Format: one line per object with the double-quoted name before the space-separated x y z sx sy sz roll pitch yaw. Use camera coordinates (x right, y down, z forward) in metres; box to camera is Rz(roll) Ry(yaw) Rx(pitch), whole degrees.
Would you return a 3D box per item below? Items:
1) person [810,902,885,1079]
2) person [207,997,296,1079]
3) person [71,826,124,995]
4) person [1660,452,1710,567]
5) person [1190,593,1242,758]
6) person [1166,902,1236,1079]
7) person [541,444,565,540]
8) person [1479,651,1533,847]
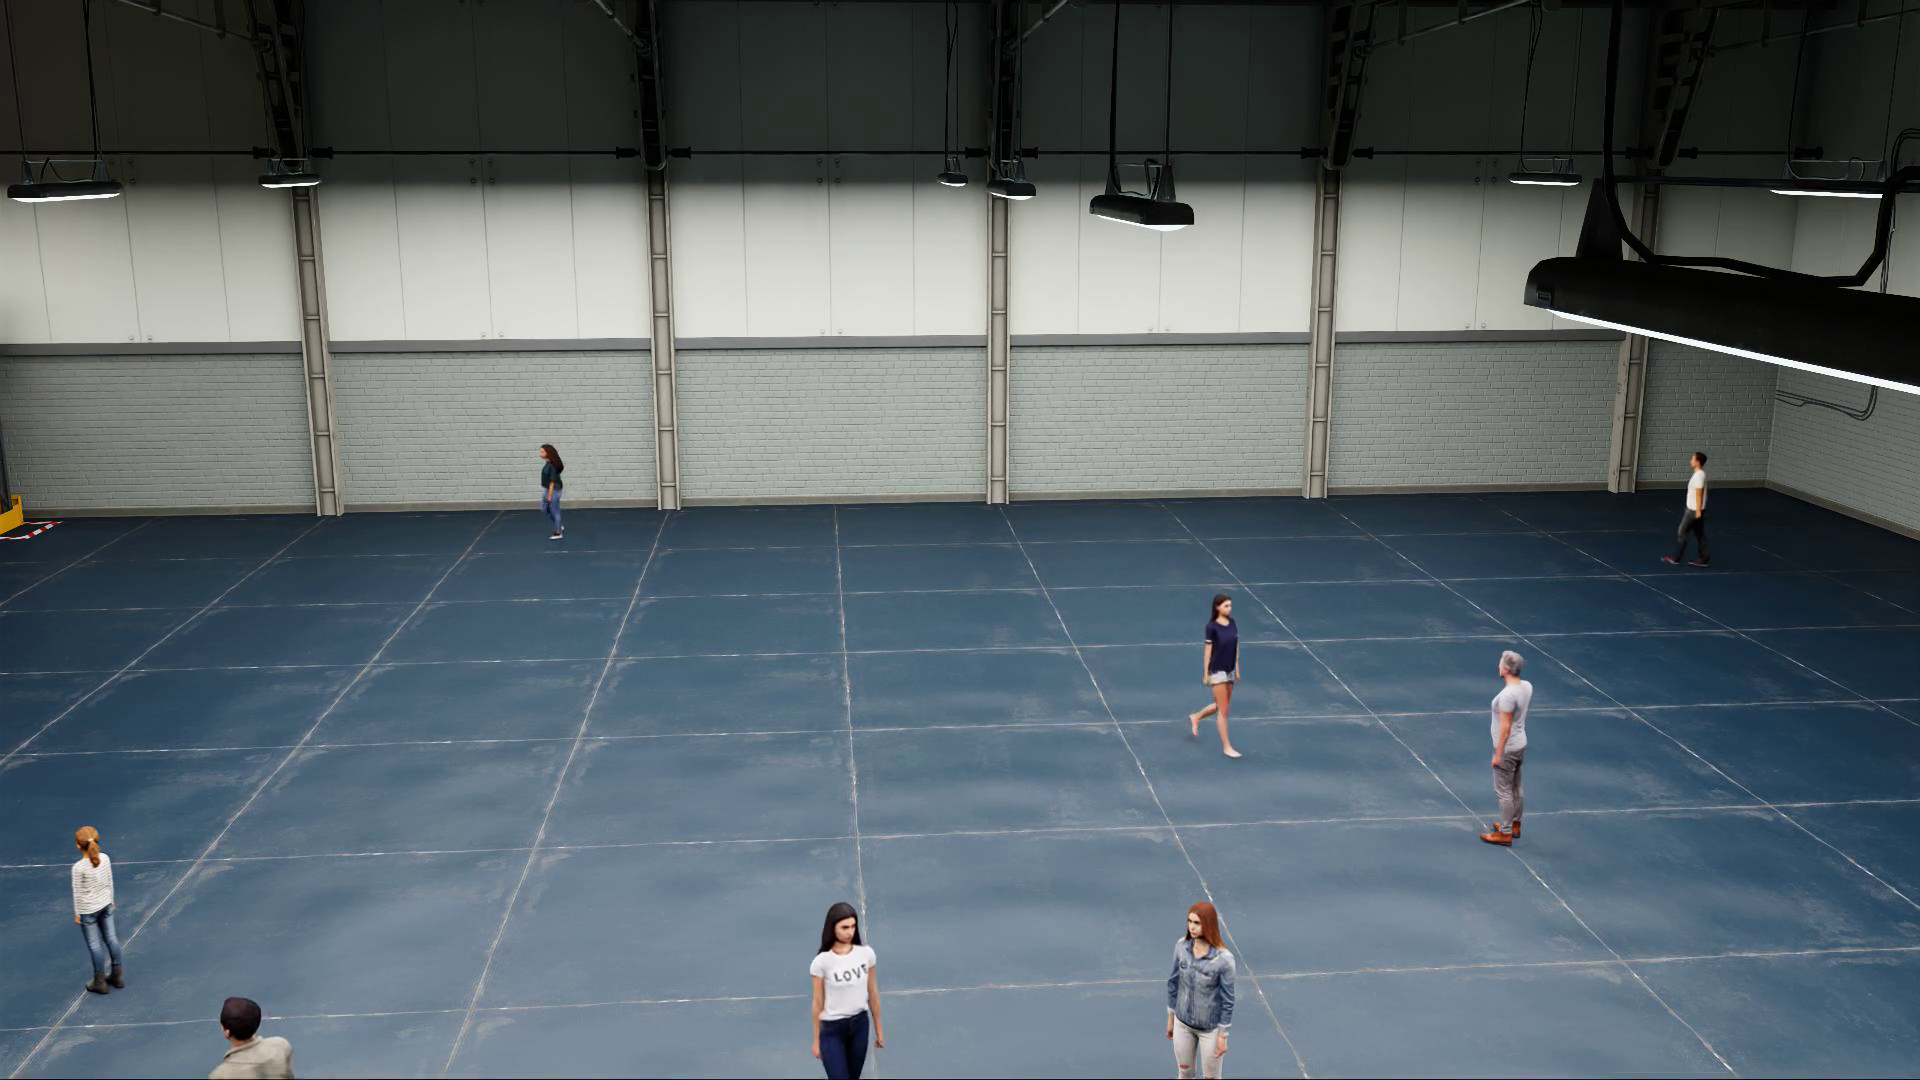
"person" -0.759 3.099 10.483 1.025 1.753 0.955 -8 15 -32
"person" -3.752 3.374 9.067 0.925 1.856 0.875 8 15 31
"person" -6.586 2.815 12.683 0.599 1.314 0.550 7 15 26
"person" 11.499 -0.453 25.764 1.058 1.780 0.933 6 14 25
"person" 2.738 1.413 17.786 1.043 1.744 0.981 -9 16 -34
"person" 1.538 3.095 10.615 0.674 1.702 0.744 10 16 37
"person" -6.696 -0.804 27.667 0.723 1.606 0.696 -7 15 -29
"person" 5.102 1.918 15.419 0.803 1.827 0.750 10 17 38
